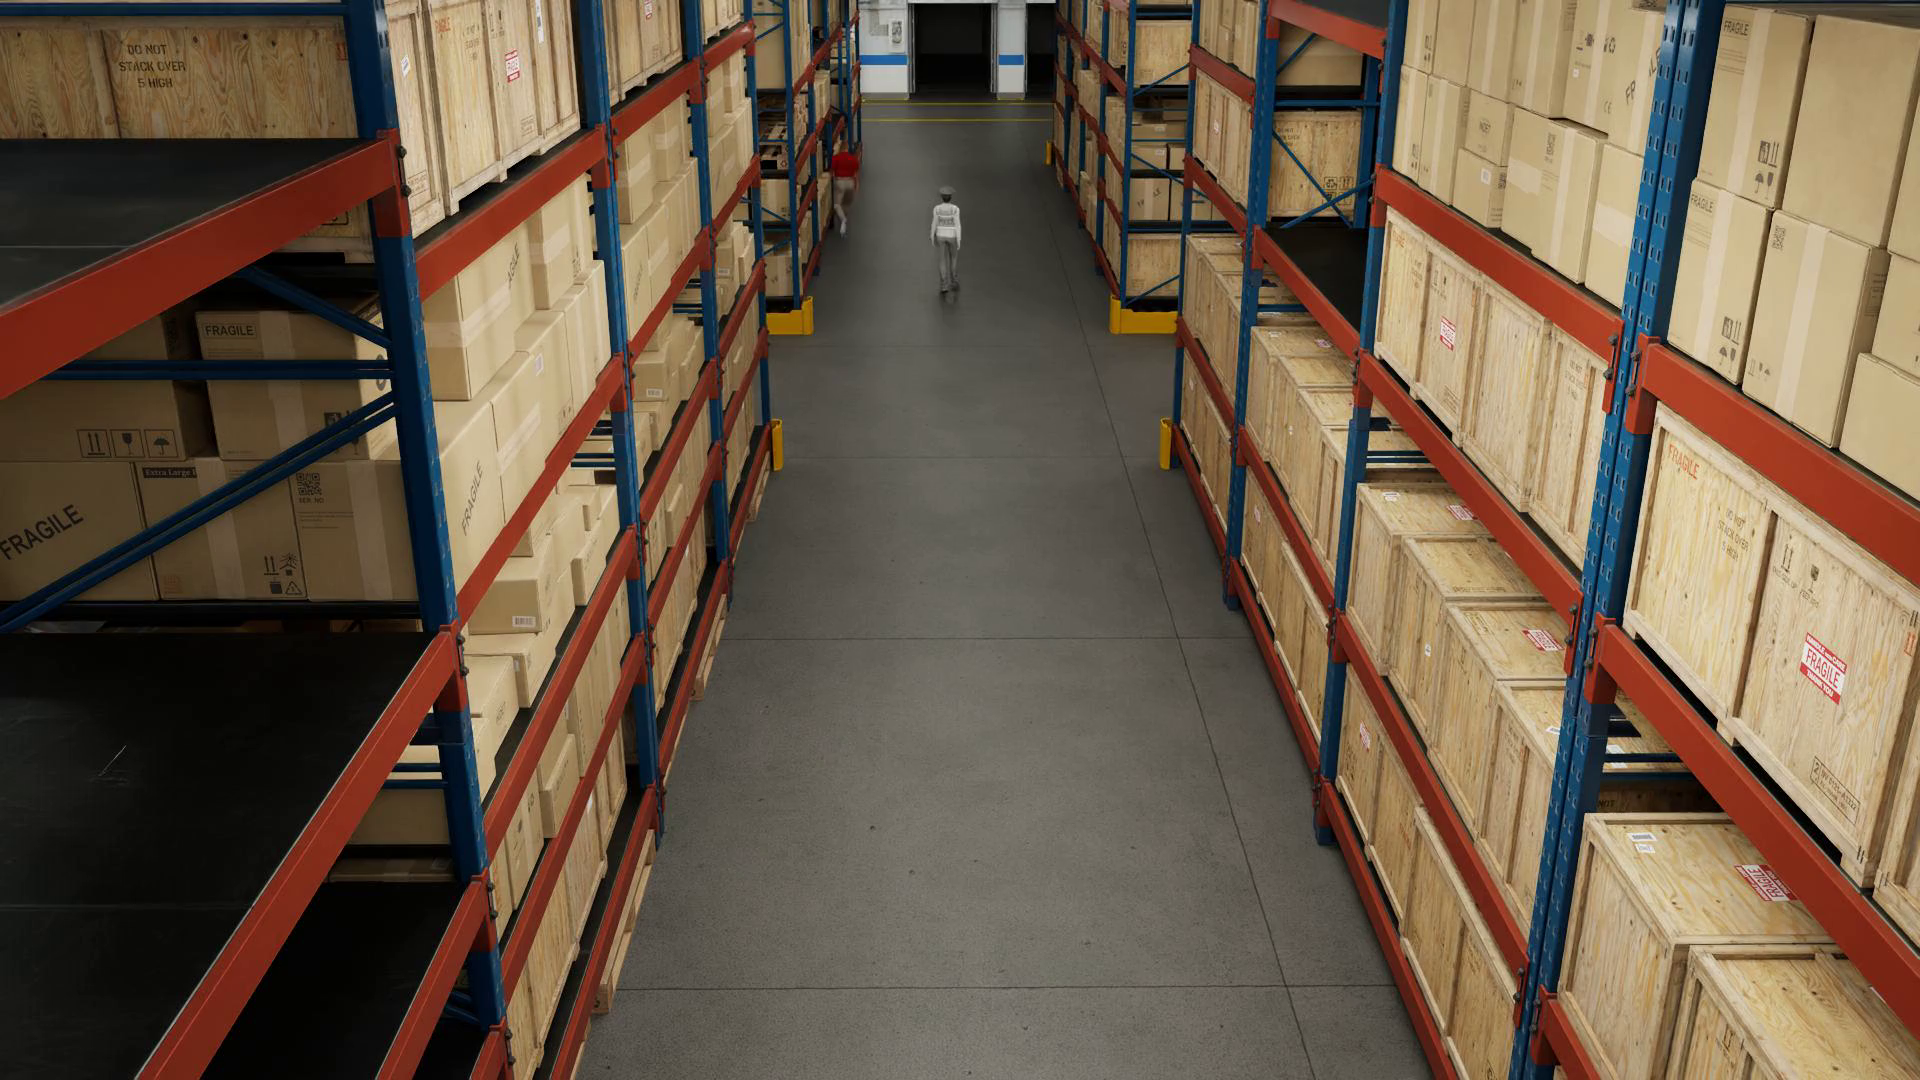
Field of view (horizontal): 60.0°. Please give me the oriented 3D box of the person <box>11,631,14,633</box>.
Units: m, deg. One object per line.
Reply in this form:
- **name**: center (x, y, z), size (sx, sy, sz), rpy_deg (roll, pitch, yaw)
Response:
- **person**: center (-6.418, 1.211, 11.483), size (0.578, 1.745, 1.112), rpy_deg (-1, 22, -3)

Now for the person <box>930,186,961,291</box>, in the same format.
- **person**: center (-0.232, -4.942, 27.142), size (0.499, 1.682, 0.751), rpy_deg (0, 22, -1)

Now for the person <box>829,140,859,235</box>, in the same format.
- **person**: center (-2.204, -6.699, 31.539), size (0.584, 1.719, 0.810), rpy_deg (-6, 22, -14)
